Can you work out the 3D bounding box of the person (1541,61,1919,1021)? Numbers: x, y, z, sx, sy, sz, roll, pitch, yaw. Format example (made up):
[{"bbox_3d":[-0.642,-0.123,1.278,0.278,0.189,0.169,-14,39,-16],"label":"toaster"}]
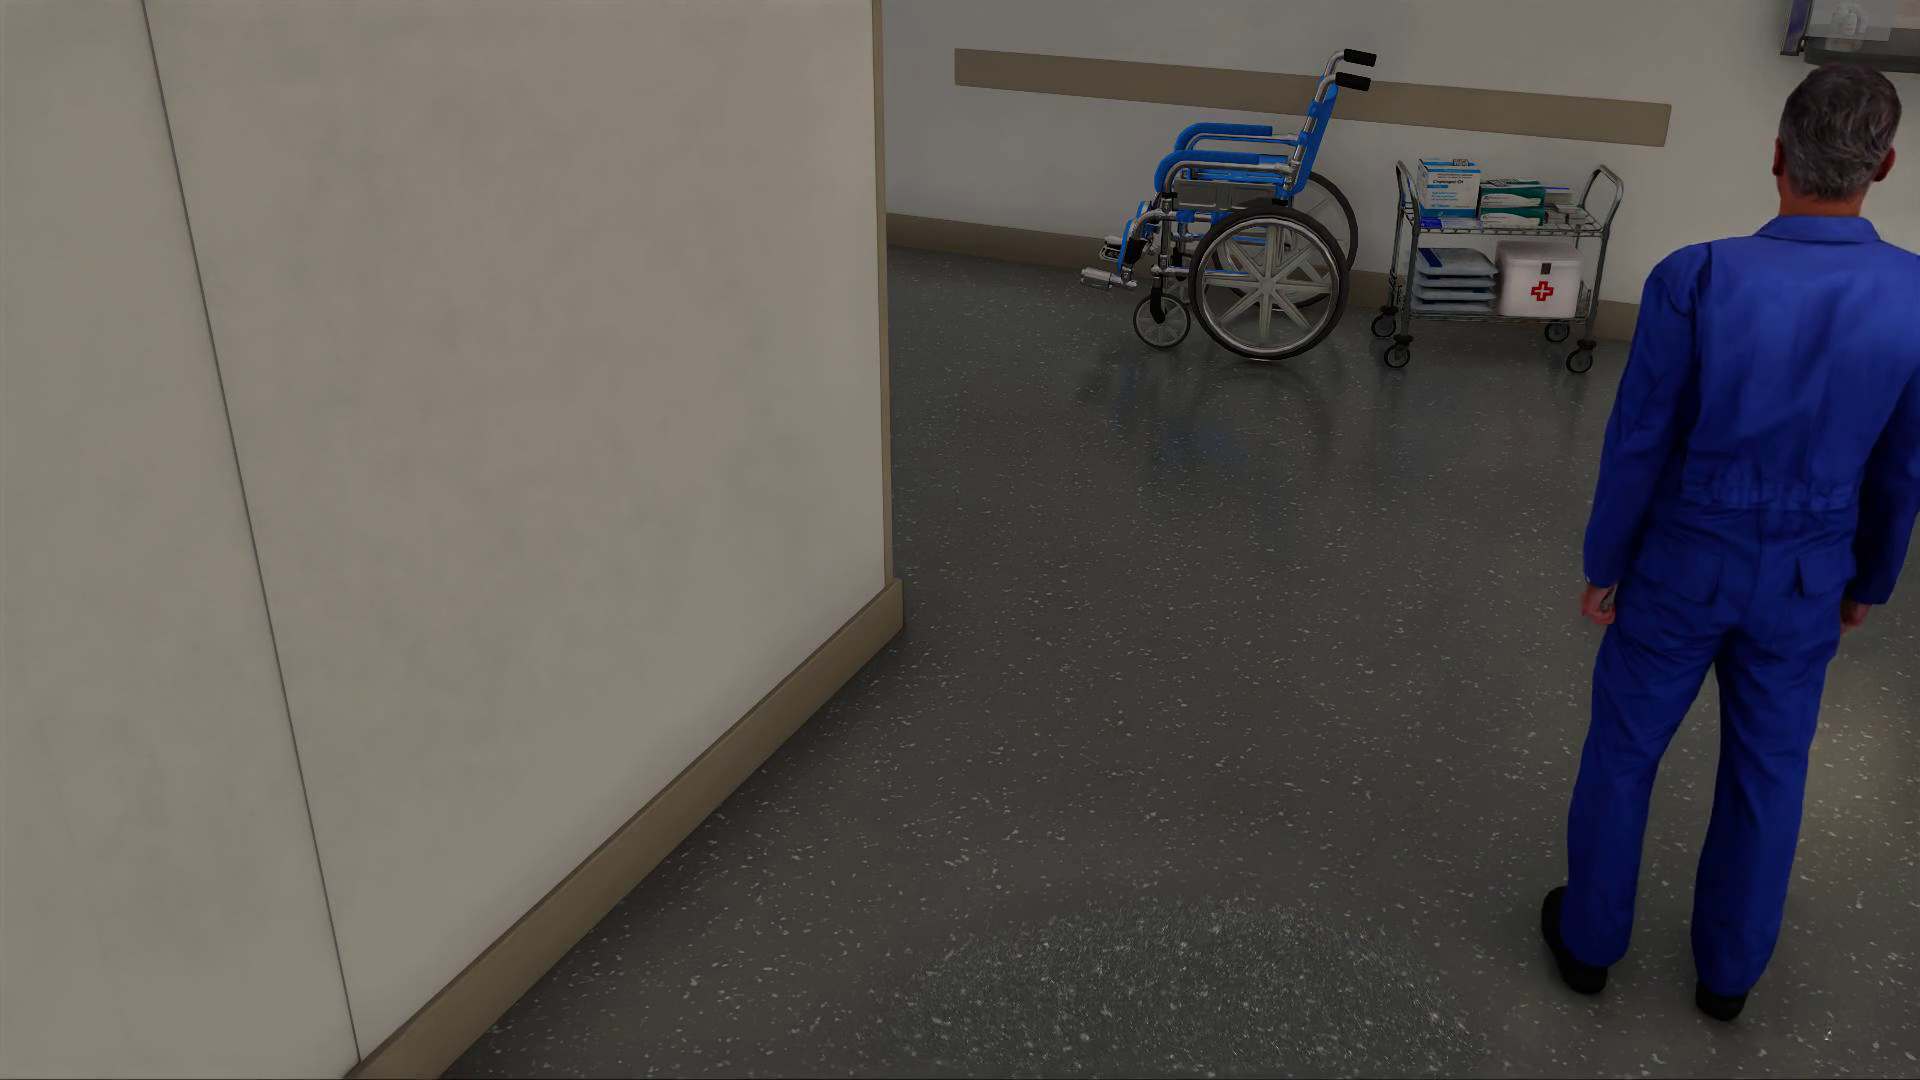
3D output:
[{"bbox_3d":[1.437,0.073,3.056,0.784,1.821,0.681,4,26,9],"label":"person"}]
